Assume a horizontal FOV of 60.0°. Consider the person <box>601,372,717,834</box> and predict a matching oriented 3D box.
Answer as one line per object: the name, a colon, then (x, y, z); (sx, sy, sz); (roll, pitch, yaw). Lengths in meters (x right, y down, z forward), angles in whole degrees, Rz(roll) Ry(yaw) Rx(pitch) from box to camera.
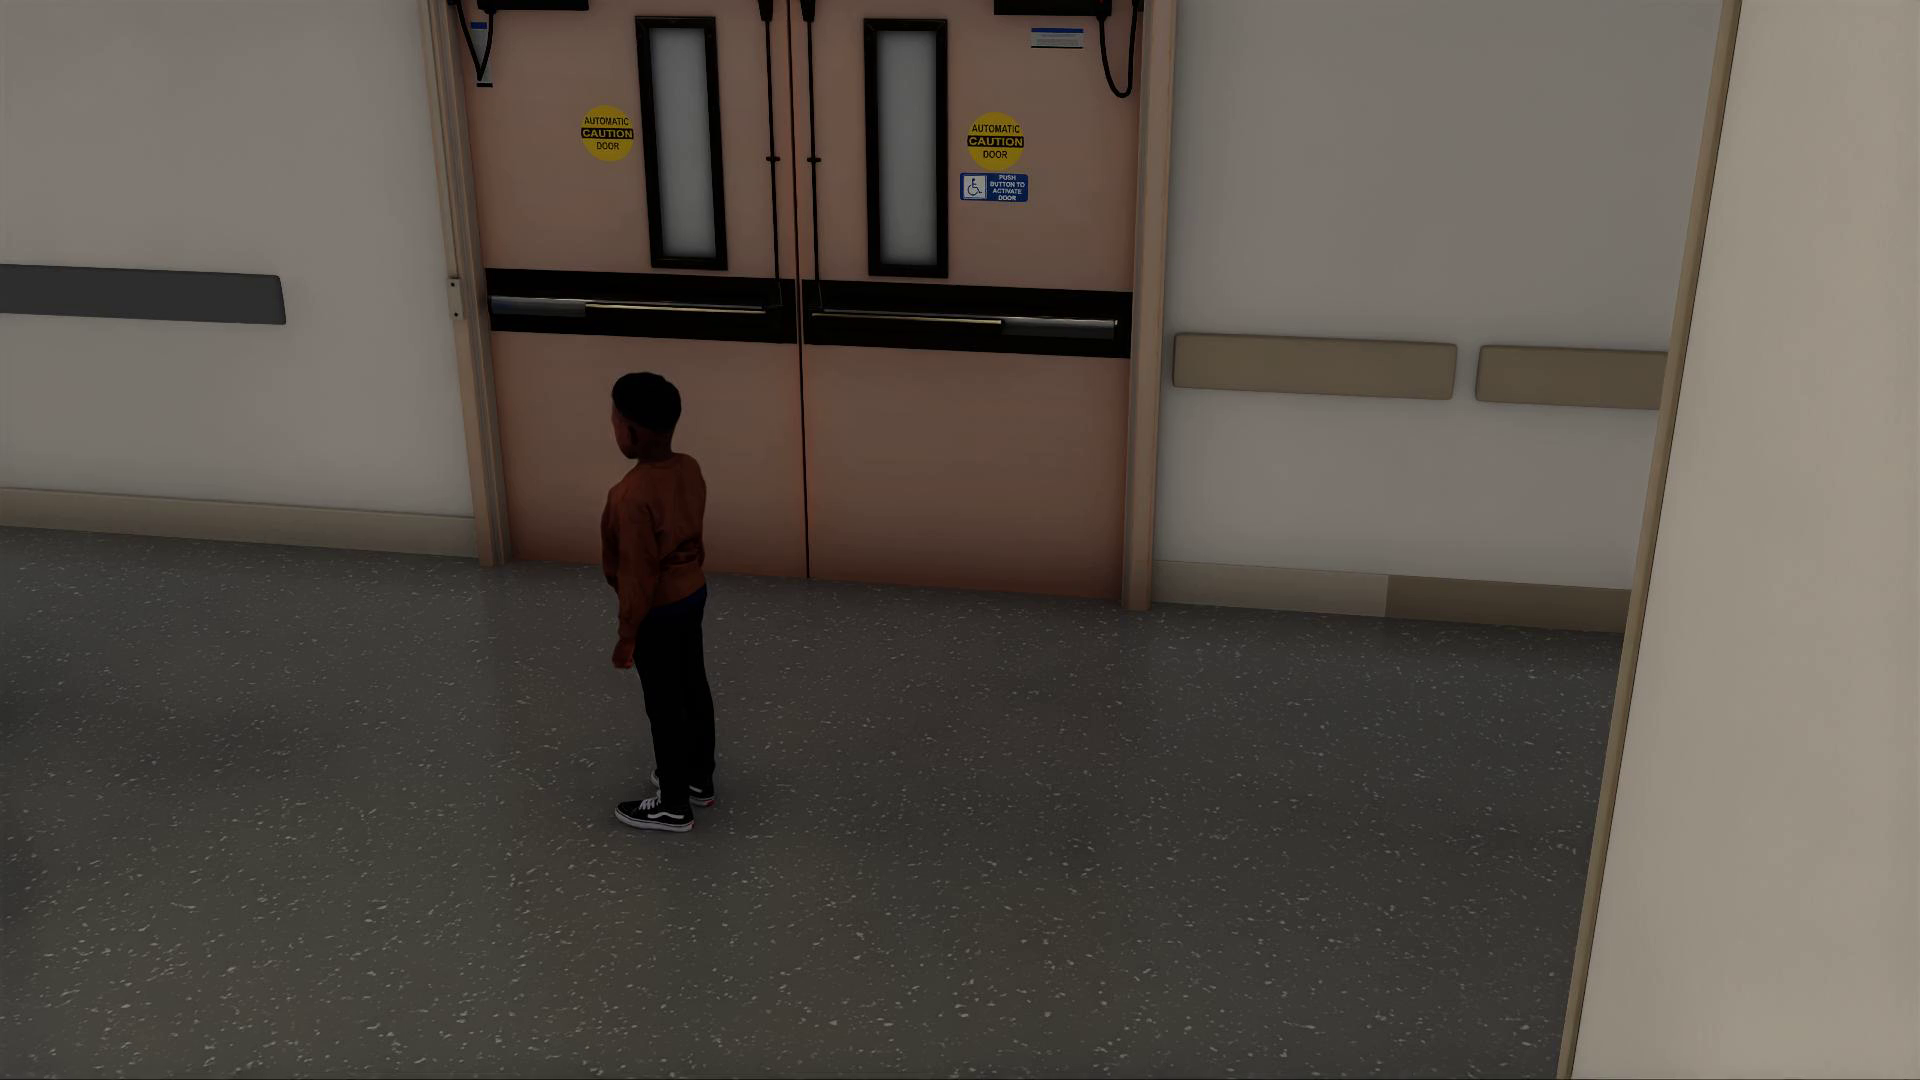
person: (-0.777, 0.165, 4.372); (0.526, 1.256, 0.558); (8, 22, 20)
